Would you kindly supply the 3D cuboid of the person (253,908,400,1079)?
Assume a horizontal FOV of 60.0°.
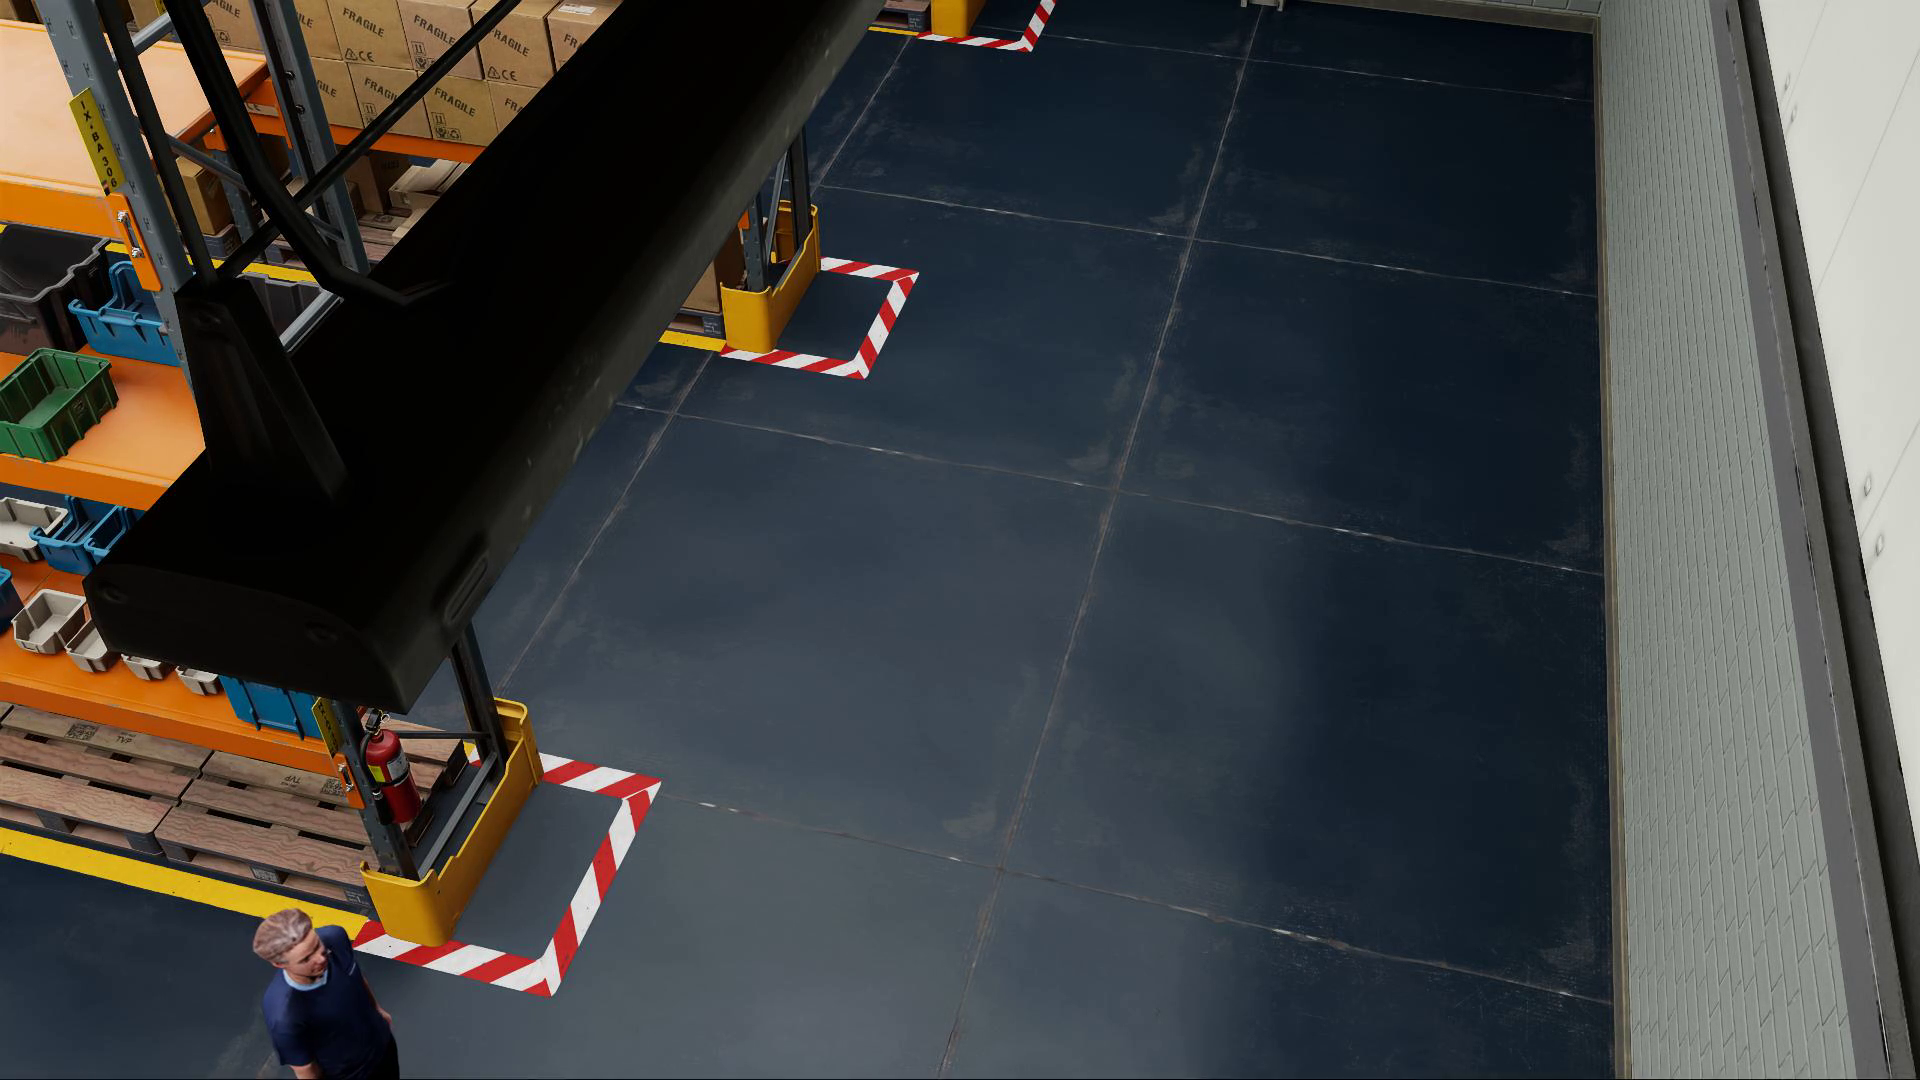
[{"bbox_3d":[-2.445,2.052,6.612,0.525,1.871,0.658,9,44,10],"label":"person"}]
